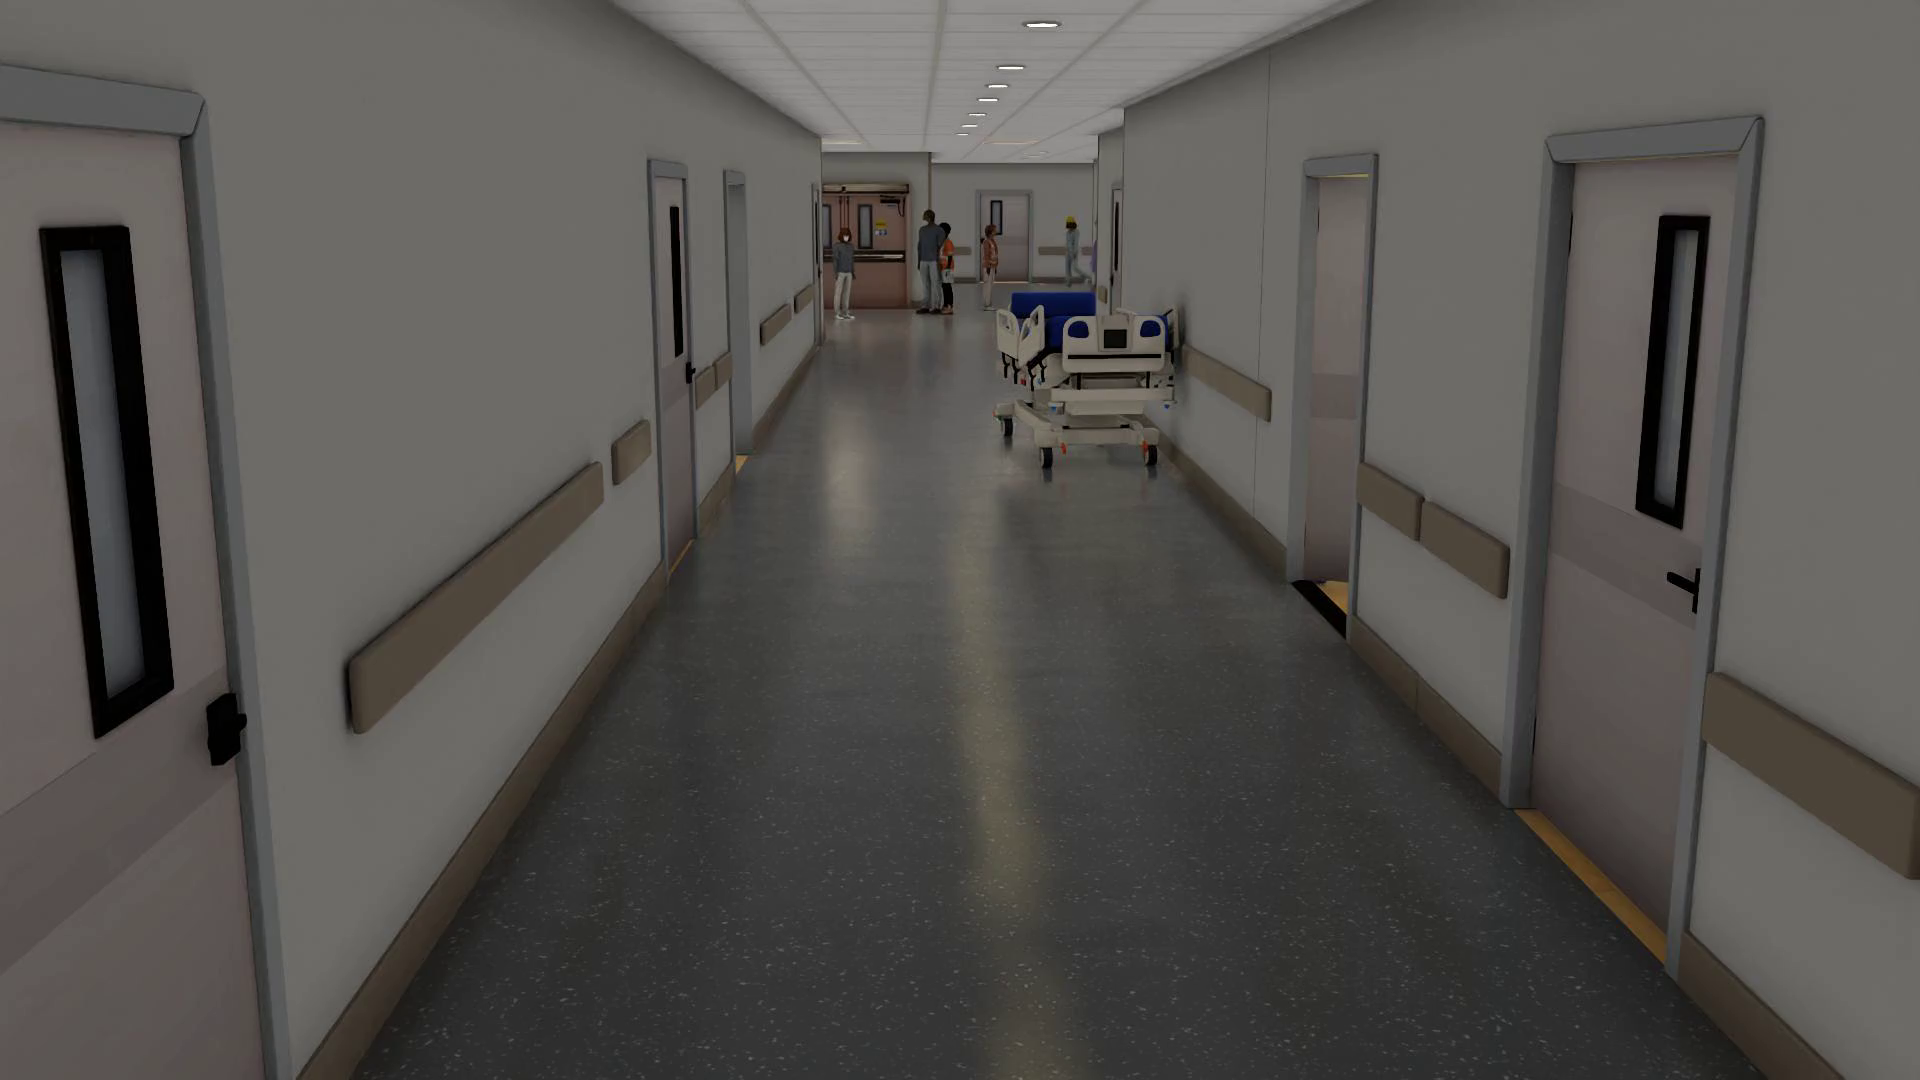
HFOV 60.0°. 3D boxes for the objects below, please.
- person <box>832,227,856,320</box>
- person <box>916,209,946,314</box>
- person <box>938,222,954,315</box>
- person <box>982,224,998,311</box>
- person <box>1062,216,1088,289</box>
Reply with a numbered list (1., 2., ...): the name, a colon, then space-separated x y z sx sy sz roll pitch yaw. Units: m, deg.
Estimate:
1. person: -2.057 -4.737 29.573 0.279 1.633 0.497 10 16 41
2. person: -0.547 -5.161 30.905 0.627 1.934 0.370 9 15 39
3. person: -0.277 -5.035 30.874 0.316 1.696 0.541 -4 12 -18
4. person: 0.579 -5.216 31.883 0.308 1.645 0.515 3 12 14
5. person: 2.708 -6.790 39.331 0.579 1.725 0.493 -7 14 -31
